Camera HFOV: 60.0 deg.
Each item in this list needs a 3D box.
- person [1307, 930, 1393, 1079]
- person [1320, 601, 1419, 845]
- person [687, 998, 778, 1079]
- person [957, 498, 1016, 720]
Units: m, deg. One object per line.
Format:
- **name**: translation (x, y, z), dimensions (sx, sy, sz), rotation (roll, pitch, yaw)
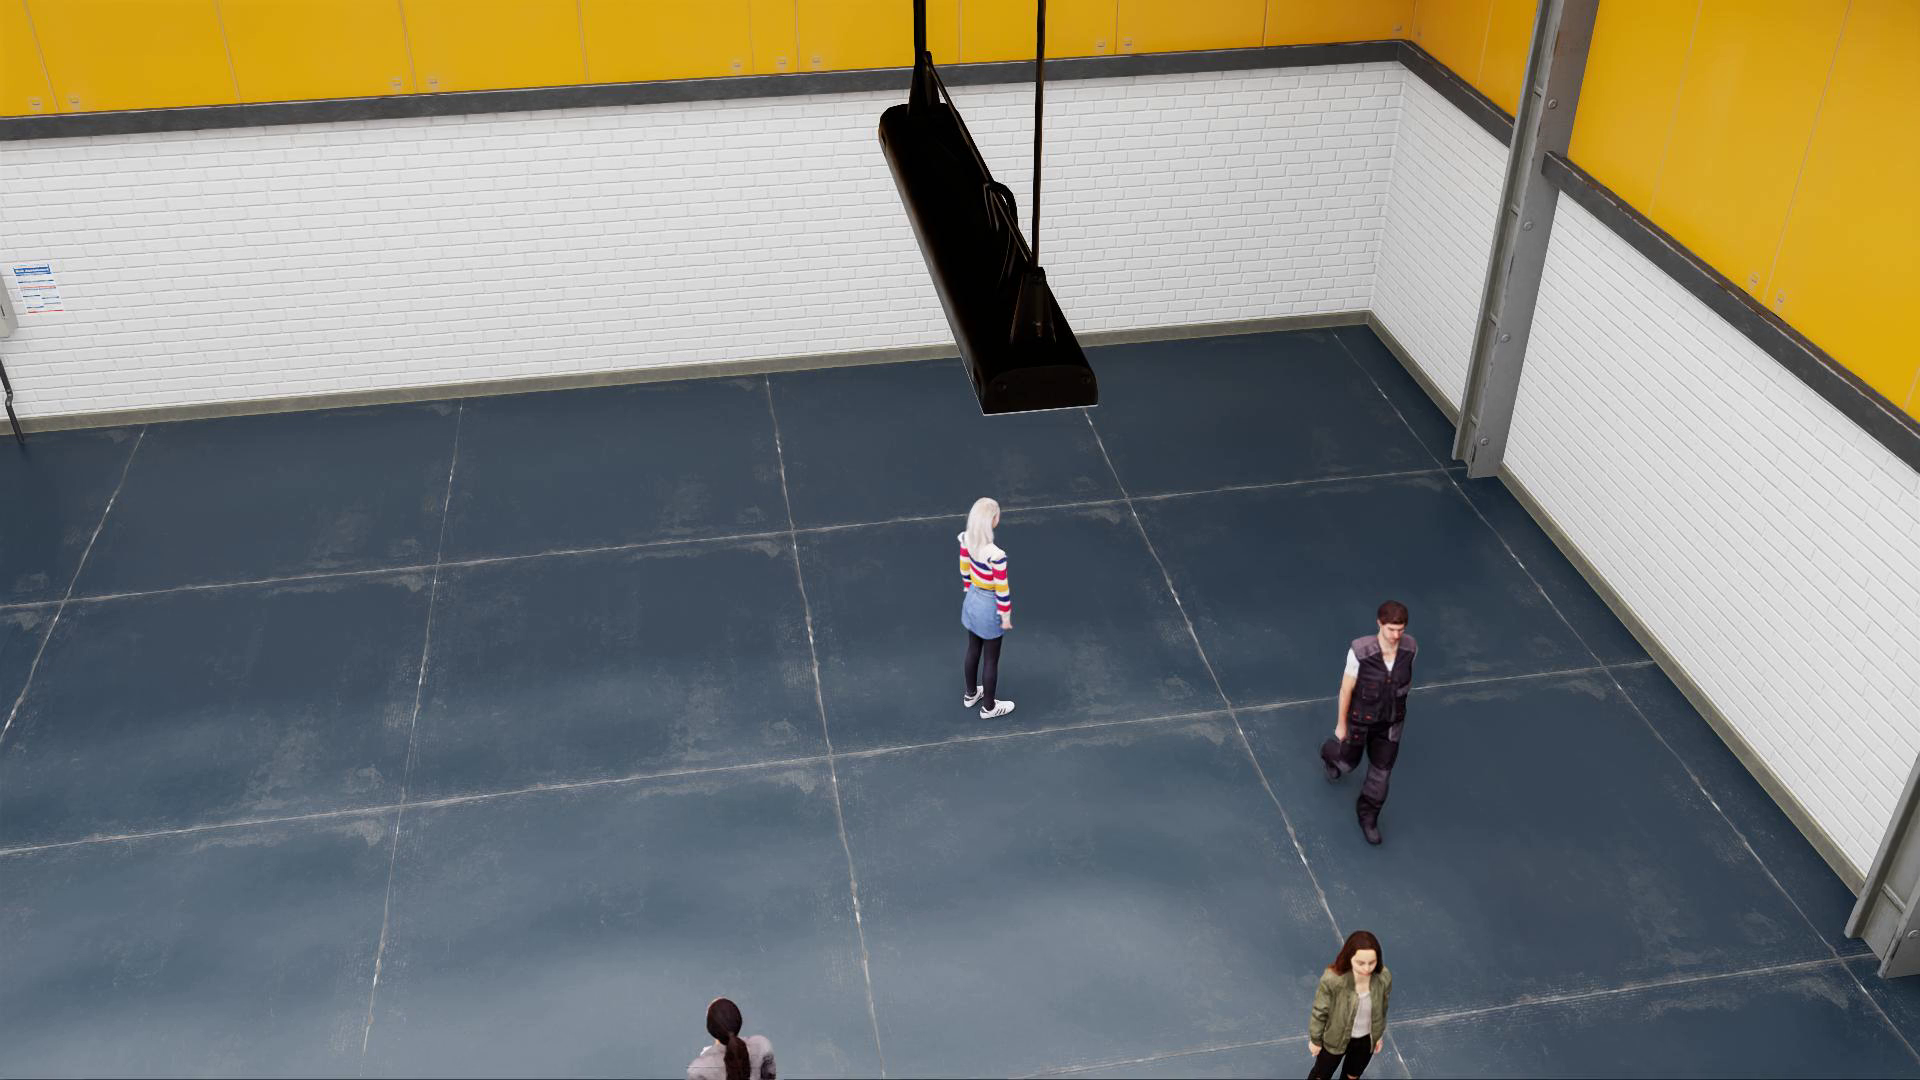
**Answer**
- **person**: translation (2.089, 2.668, 8.984), dimensions (0.578, 1.475, 0.507), rotation (-4, 34, -6)
- **person**: translation (2.700, 1.102, 11.020), dimensions (0.659, 1.829, 1.014), rotation (-5, 34, -7)
- **person**: translation (-1.101, 2.998, 8.332), dimensions (0.788, 1.647, 1.000), rotation (-15, 36, -21)
- **person**: translation (0.172, 0.485, 11.966), dimensions (0.785, 1.810, 0.633), rotation (-22, 40, -30)
